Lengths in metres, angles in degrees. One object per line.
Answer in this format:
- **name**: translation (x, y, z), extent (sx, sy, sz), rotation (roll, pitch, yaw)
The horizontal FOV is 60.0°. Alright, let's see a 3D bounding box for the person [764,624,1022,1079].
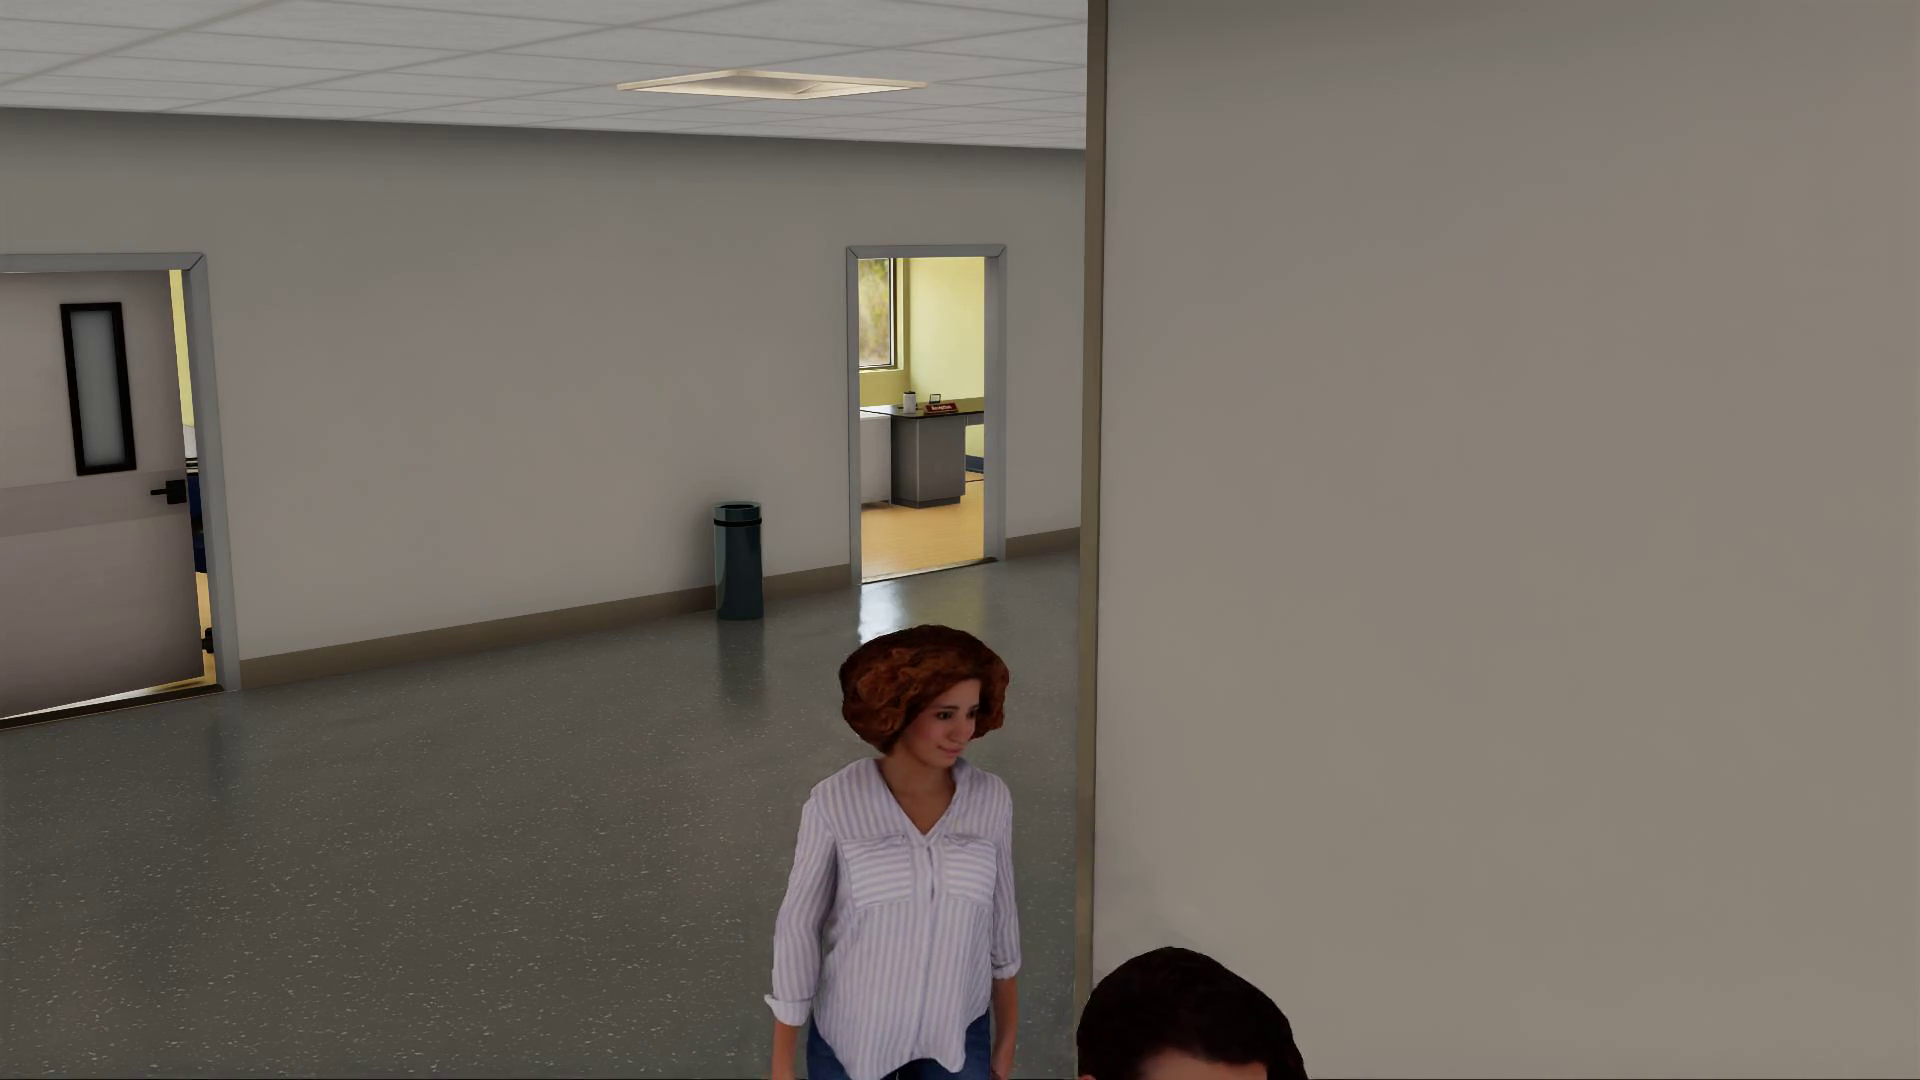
- **person**: translation (-0.147, 0.983, 3.456), extent (1.205, 1.669, 1.157), rotation (-1, 11, -3)

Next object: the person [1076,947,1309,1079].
- **person**: translation (0.156, 1.245, 1.787), extent (1.007, 1.776, 0.871), rotation (-4, 11, -19)
